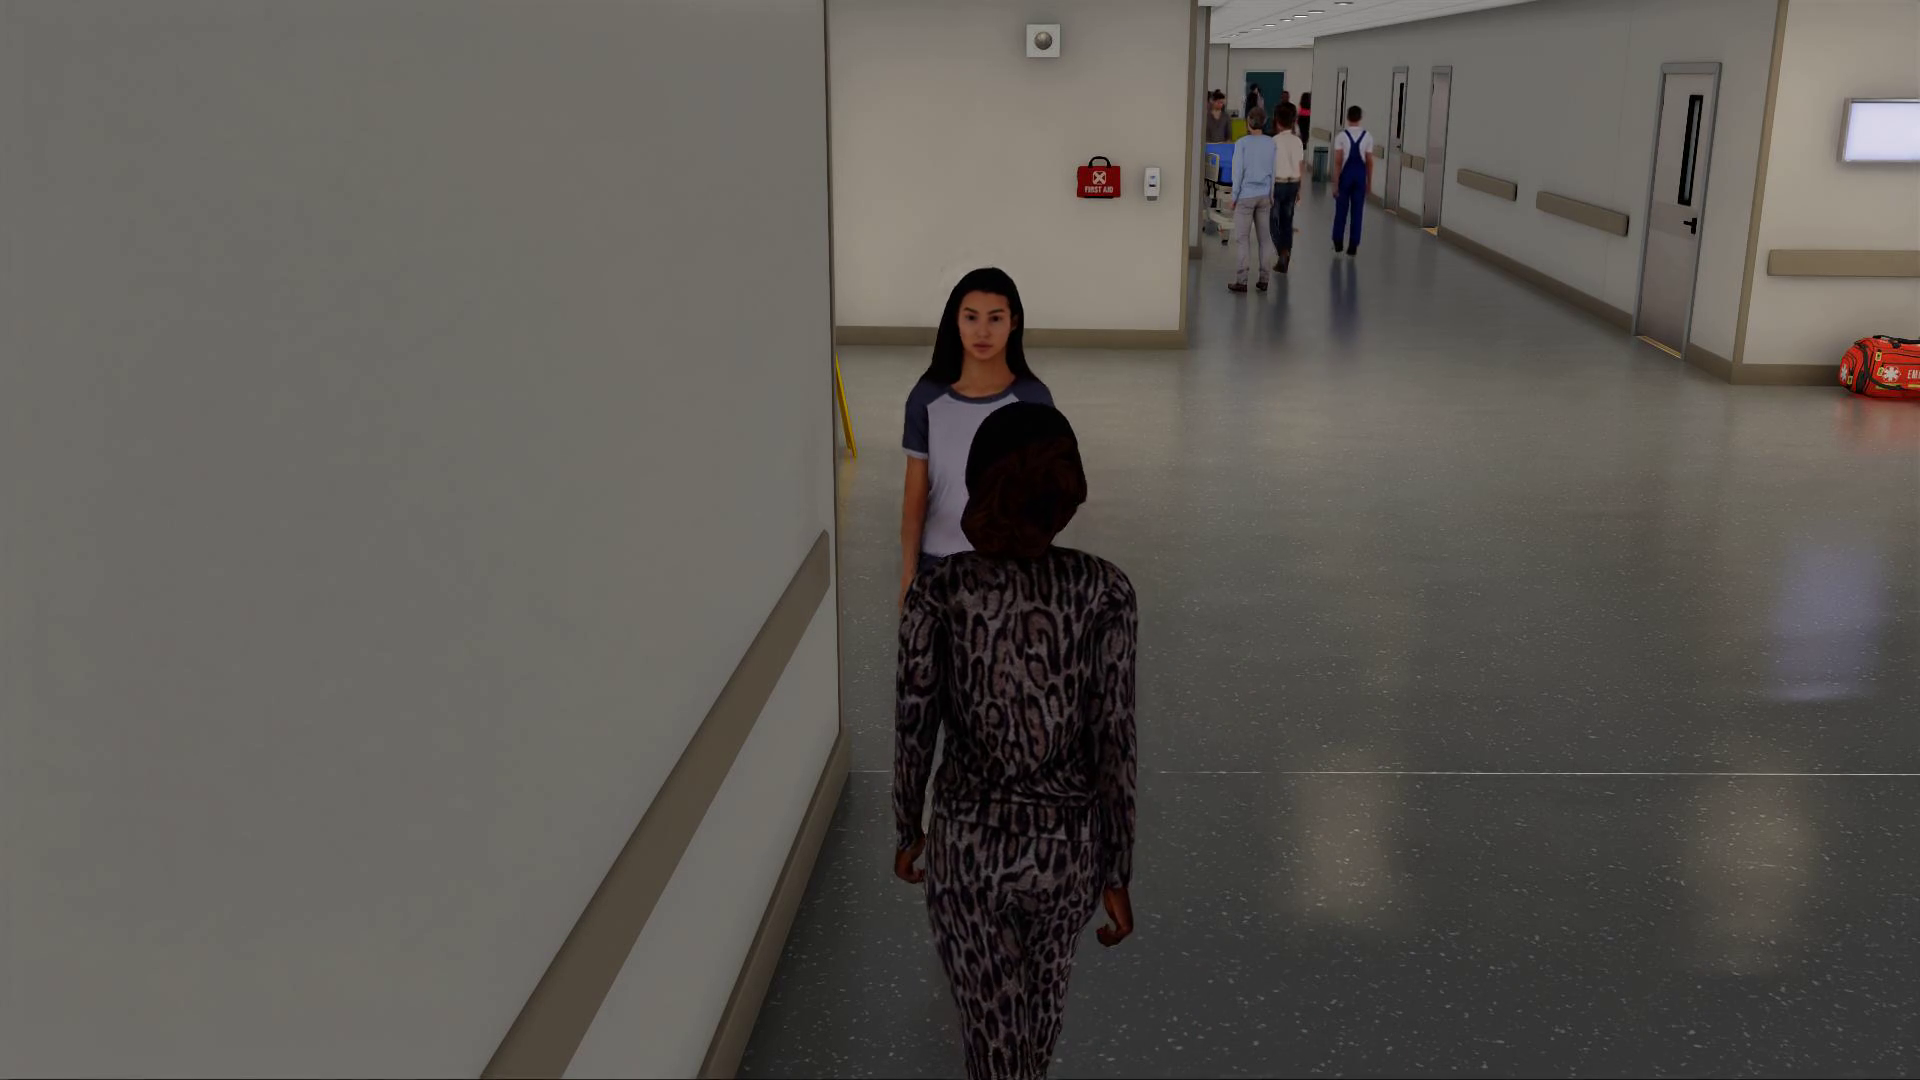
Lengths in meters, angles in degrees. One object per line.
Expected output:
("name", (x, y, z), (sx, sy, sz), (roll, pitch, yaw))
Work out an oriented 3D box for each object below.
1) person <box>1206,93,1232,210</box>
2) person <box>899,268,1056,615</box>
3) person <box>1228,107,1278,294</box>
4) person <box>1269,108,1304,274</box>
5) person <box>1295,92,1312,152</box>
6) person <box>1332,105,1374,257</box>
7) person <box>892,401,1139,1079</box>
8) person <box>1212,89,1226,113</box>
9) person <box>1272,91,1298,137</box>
("person", (4.241, -6.480, 27.783), (0.575, 1.875, 0.742), (0, 16, -1))
("person", (0.042, 0.087, 4.804), (1.012, 1.705, 0.656), (1, 16, 3))
("person", (3.072, -3.567, 17.418), (0.655, 1.893, 0.807), (-5, 17, -17))
("person", (3.692, -3.931, 18.806), (0.901, 1.840, 0.890), (-4, 16, -13))
("person", (9.960, -12.040, 47.975), (1.065, 1.620, 0.849), (-3, 16, -10))
("person", (4.823, -4.363, 20.413), (1.197, 1.799, 0.722), (2, 16, 6))
("person", (0.099, 0.634, 2.932), (1.095, 1.669, 0.764), (-1, 16, -3))
("person", (6.318, -10.176, 41.013), (0.689, 1.811, 0.789), (-10, 18, -30))
("person", (7.147, -8.978, 36.715), (0.699, 1.796, 0.767), (0, 16, 0))
